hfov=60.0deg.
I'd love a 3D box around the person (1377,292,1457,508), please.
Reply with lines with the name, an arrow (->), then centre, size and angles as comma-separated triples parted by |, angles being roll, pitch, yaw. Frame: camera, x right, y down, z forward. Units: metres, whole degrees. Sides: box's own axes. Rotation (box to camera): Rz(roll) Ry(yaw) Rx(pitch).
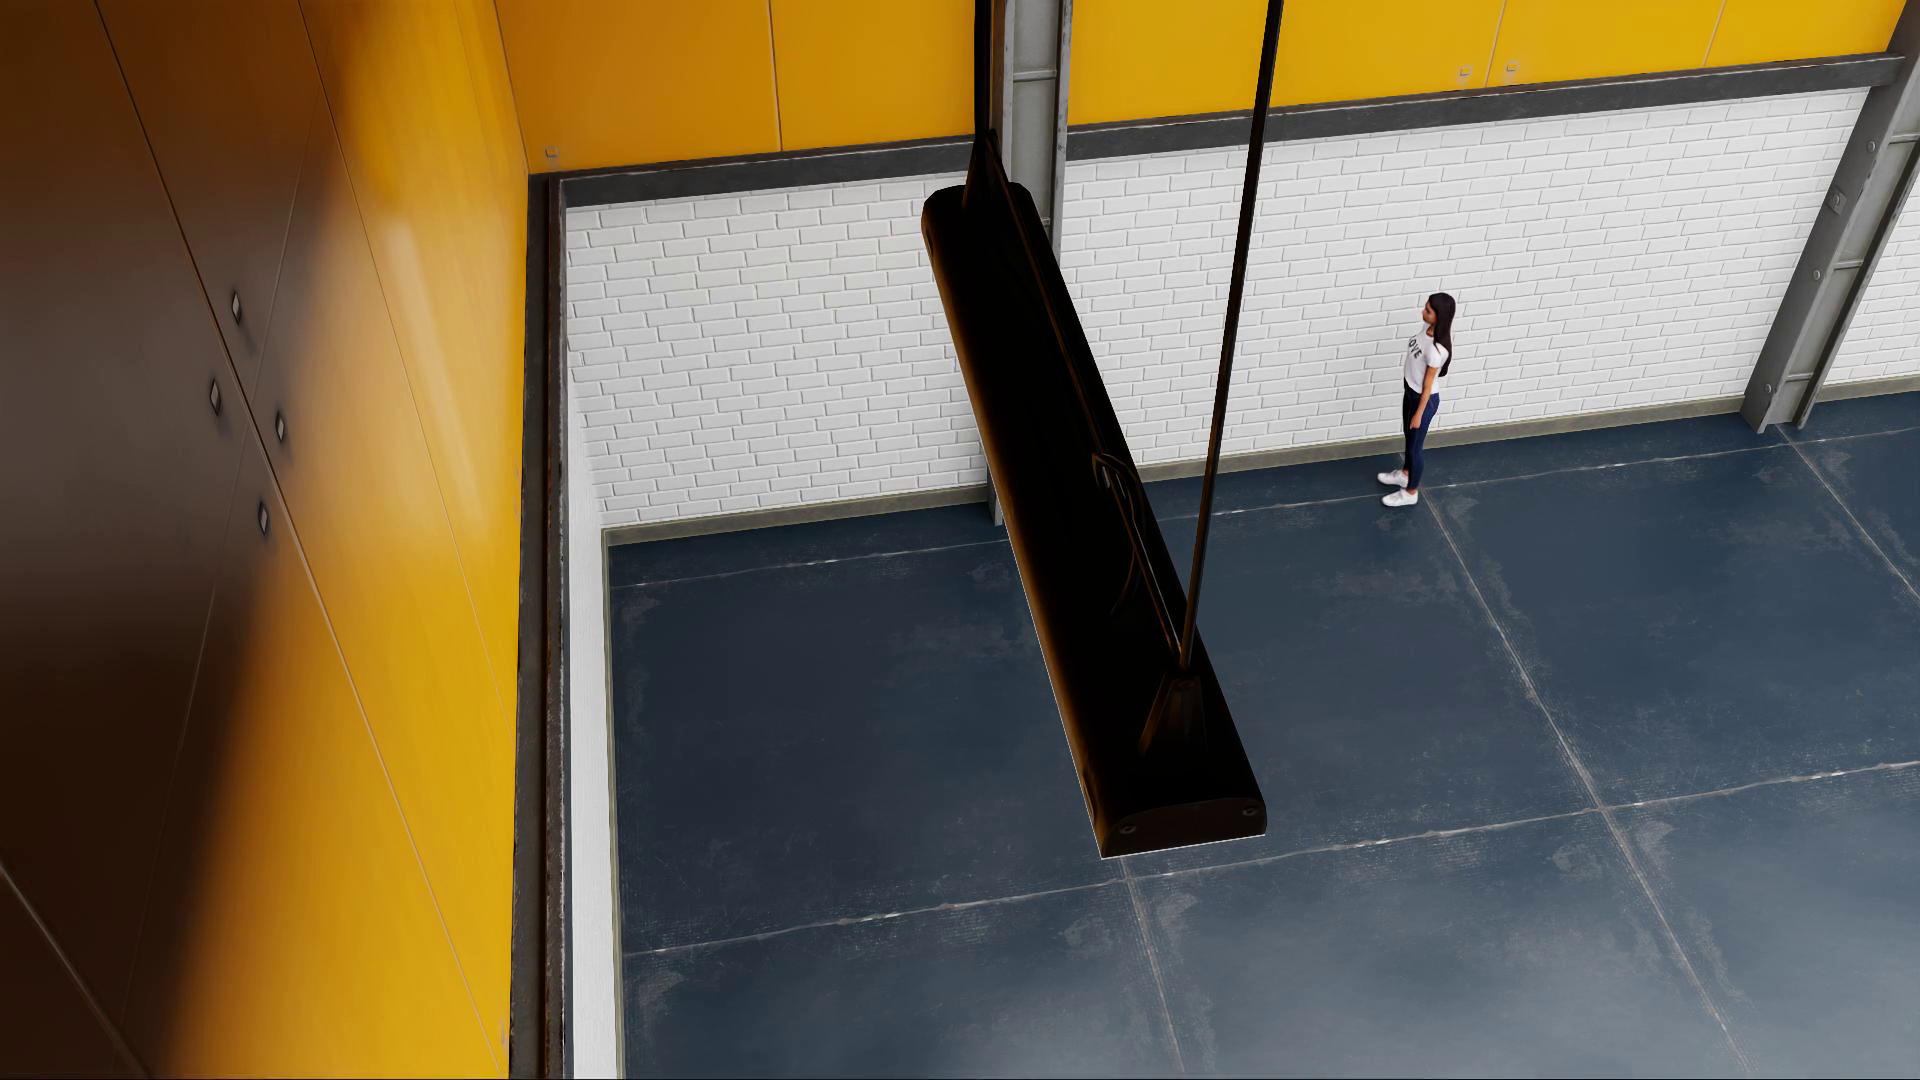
person -> 3.260, -0.994, 11.736 | 0.582, 1.773, 0.626 | 2, 44, 2
